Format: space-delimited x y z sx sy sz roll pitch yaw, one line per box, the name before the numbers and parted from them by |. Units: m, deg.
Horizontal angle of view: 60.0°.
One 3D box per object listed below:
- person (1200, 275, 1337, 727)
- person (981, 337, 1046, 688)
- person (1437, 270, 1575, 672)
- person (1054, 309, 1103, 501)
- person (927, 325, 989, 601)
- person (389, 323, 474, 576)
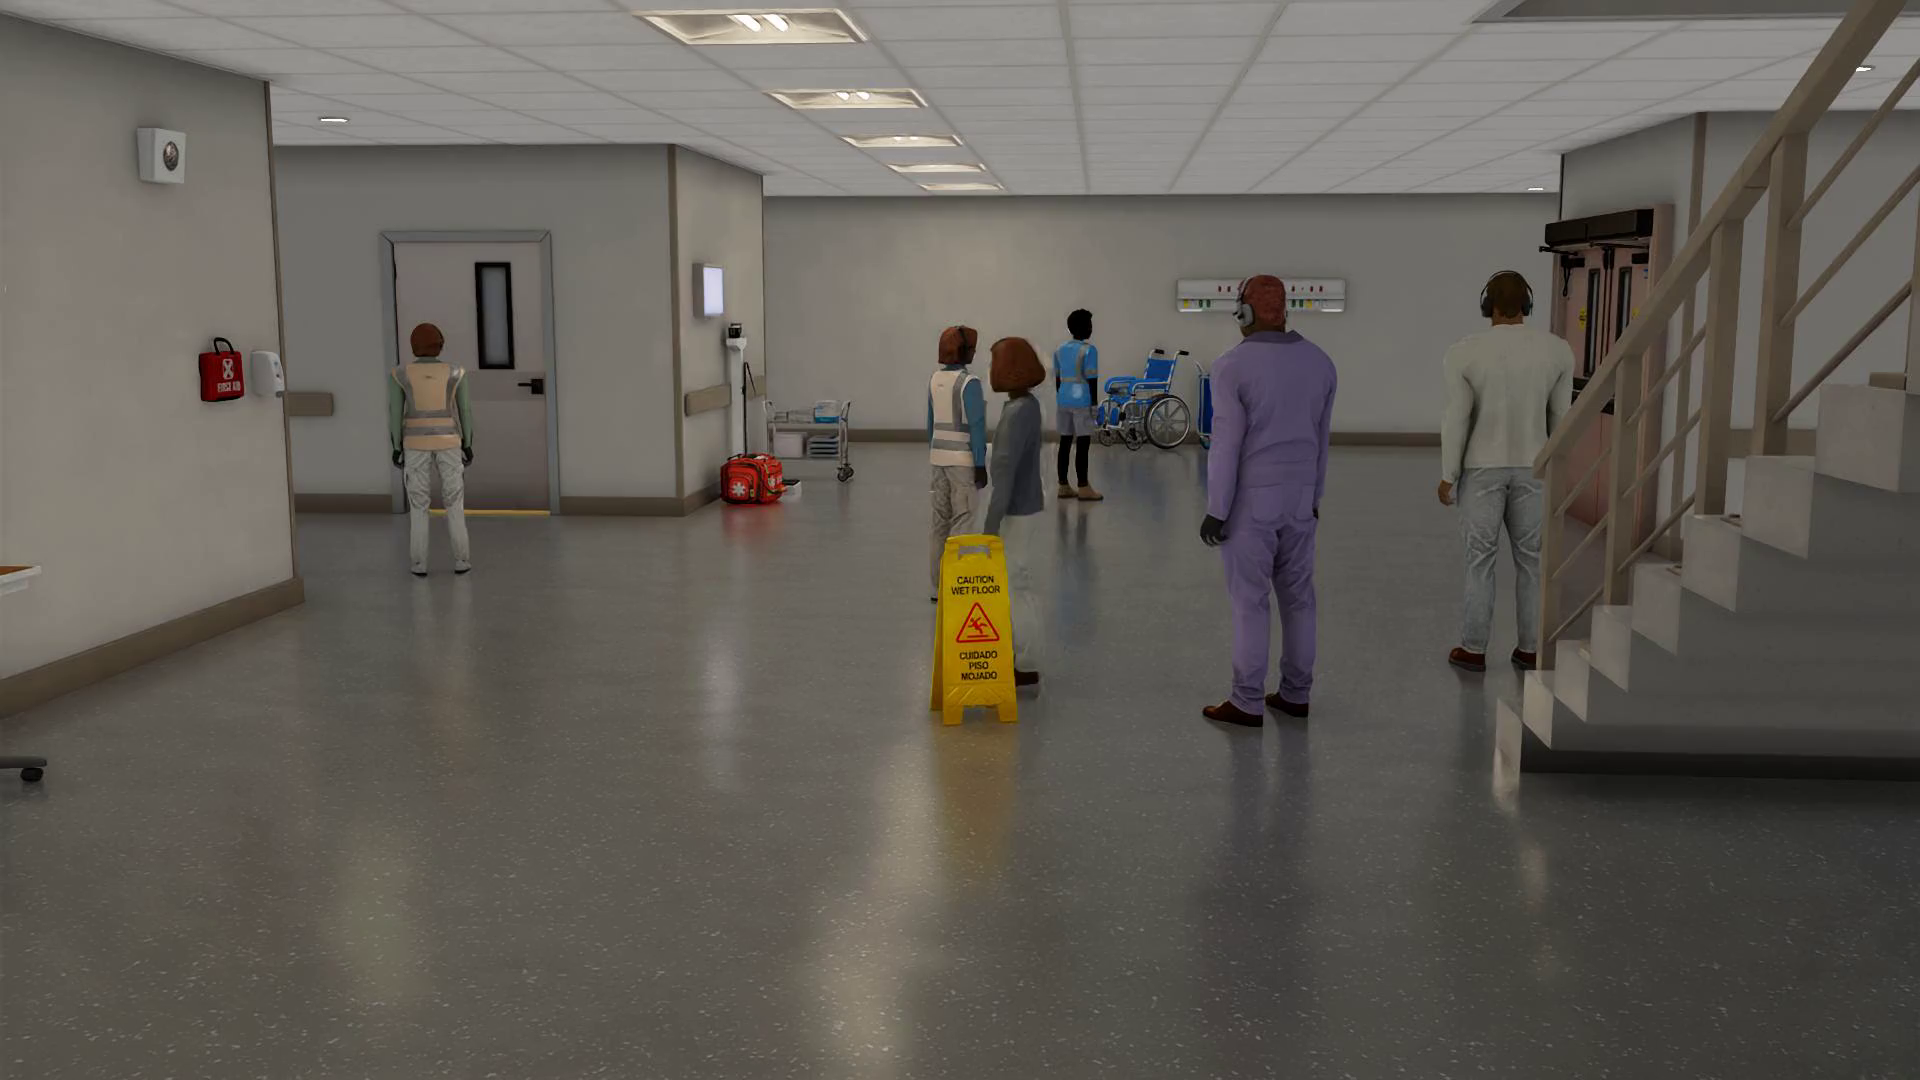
person | 1.275 -0.163 7.053 0.643 1.901 0.400 -5 10 -30
person | 0.216 -0.114 7.642 0.390 1.617 0.526 1 8 7
person | 2.612 -0.321 8.014 0.627 1.933 0.371 0 8 0
person | 1.040 -1.195 14.743 0.322 1.699 0.535 -6 10 -36
person | -0.016 -0.432 9.750 0.310 1.642 0.514 -6 10 -35
person | -3.424 -0.583 10.796 0.523 1.636 0.311 -3 9 -19
